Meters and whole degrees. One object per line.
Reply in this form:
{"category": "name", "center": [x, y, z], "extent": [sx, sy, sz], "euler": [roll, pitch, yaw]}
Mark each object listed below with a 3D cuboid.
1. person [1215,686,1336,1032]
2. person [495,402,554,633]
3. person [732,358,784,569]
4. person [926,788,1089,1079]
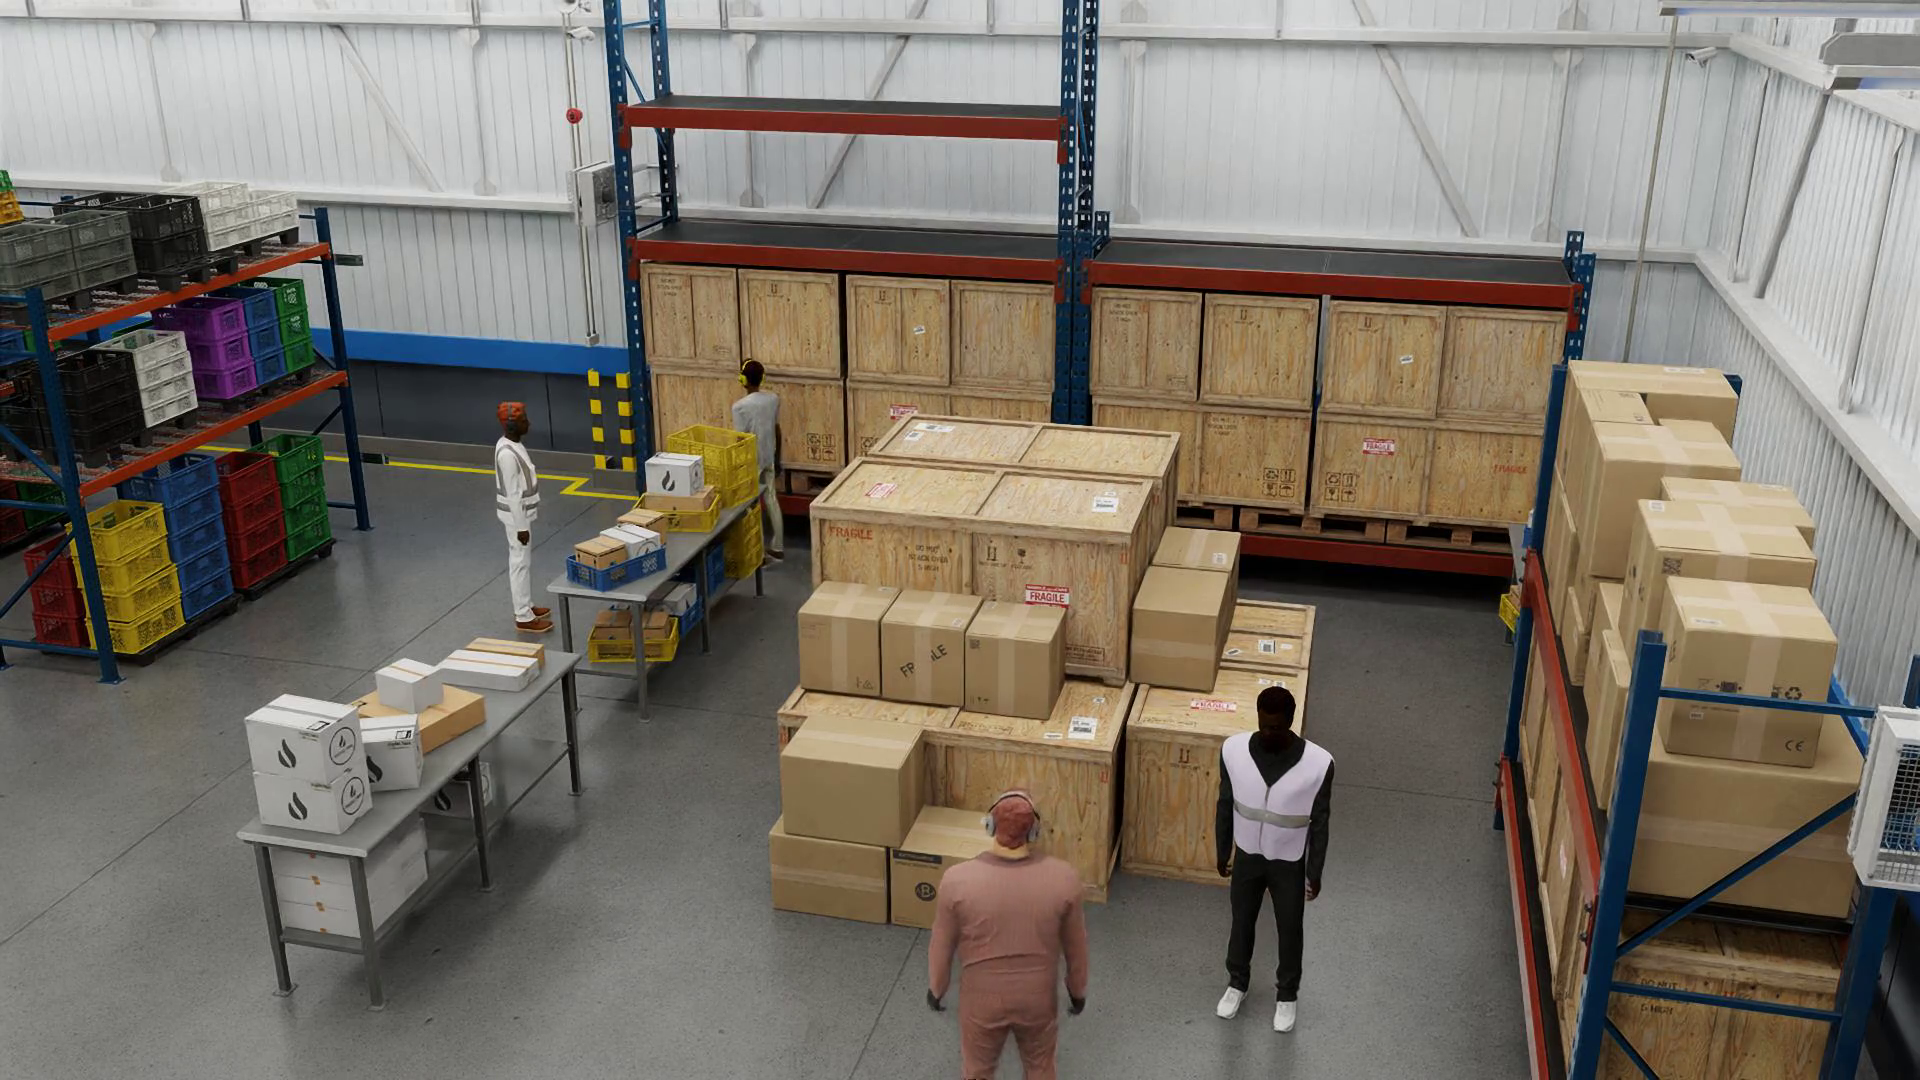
{"category": "person", "center": [1.587, 1.606, 8.533], "extent": [0.582, 1.911, 0.394], "euler": [9, 23, 22]}
{"category": "person", "center": [-3.501, -0.188, 13.260], "extent": [0.355, 1.883, 0.574], "euler": [-5, 22, -13]}
{"category": "person", "center": [-1.769, -0.669, 14.542], "extent": [0.533, 1.864, 0.310], "euler": [-19, 28, -40]}
{"category": "person", "center": [0.210, 2.005, 7.513], "extent": [0.726, 1.895, 0.400], "euler": [-2, 21, -6]}
